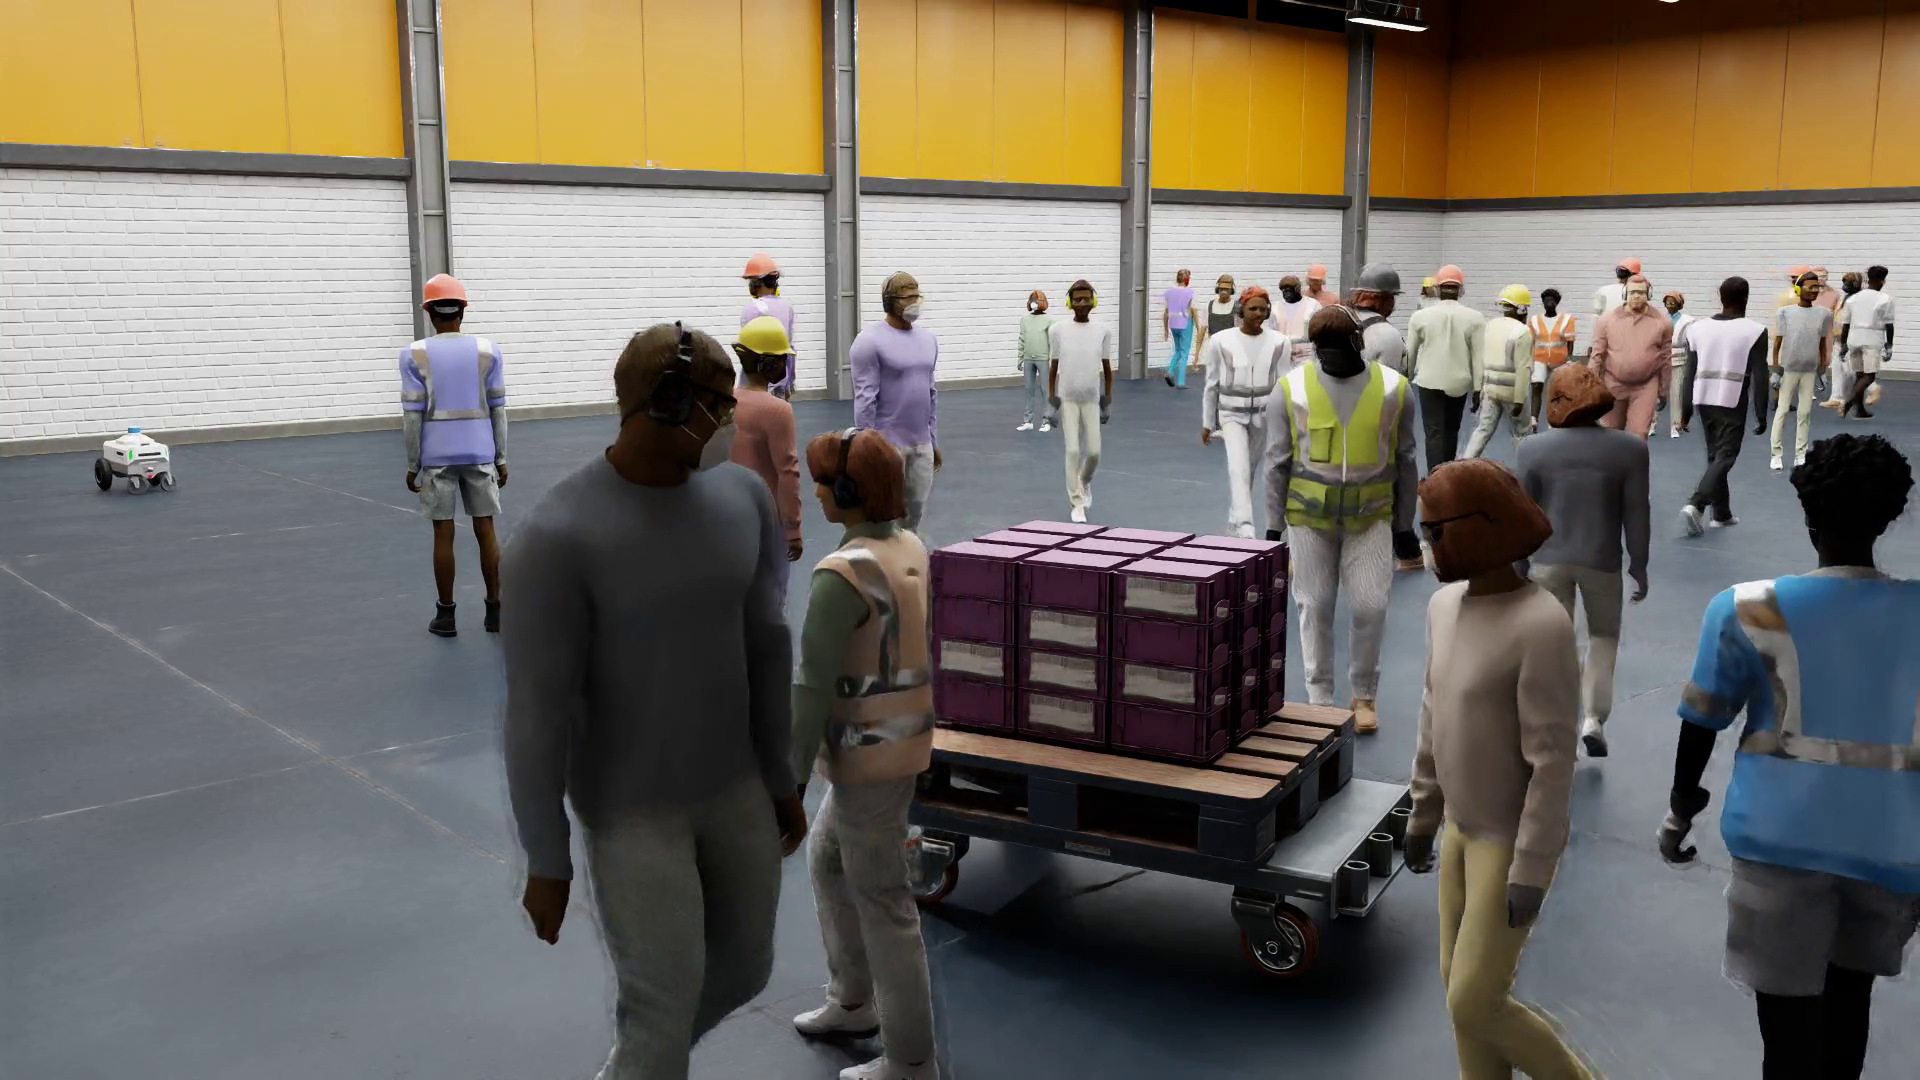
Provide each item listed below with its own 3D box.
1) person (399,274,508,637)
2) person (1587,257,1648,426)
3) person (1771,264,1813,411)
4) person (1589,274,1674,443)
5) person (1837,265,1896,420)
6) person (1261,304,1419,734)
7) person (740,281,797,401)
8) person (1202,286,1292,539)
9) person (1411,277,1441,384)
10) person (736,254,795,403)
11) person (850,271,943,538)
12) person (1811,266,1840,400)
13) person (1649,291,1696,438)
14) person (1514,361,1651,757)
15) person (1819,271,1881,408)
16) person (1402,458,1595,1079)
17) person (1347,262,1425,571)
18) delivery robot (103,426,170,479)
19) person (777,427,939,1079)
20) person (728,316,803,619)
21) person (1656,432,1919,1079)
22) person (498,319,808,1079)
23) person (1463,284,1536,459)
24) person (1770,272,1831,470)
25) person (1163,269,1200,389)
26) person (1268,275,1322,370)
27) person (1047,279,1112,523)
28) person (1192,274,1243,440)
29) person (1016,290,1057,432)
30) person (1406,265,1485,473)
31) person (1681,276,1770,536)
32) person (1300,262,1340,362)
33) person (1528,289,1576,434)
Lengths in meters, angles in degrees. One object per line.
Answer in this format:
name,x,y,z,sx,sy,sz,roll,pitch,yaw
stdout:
person,-2.692,-0.446,8.878,0.542,1.928,0.375,-5,11,-25
person,7.877,-2.353,19.821,0.622,2.001,0.883,9,13,42
person,10.868,-2.624,21.676,0.449,1.913,0.552,1,10,4
person,5.670,-1.309,14.094,0.653,1.877,0.868,4,10,22
person,11.042,-2.398,20.336,0.829,1.932,0.626,-6,11,-30
person,1.600,-0.074,7.016,0.662,1.818,0.521,2,10,10
person,-1.709,-1.416,14.761,0.532,1.860,0.315,-4,10,-21
person,1.975,-0.828,11.444,0.588,1.822,1.036,-1,10,-5
person,7.534,-3.354,26.573,0.498,1.701,0.892,7,12,34
person,-1.646,-1.297,13.592,0.558,2.032,0.623,4,11,25
person,-0.335,-0.524,9.304,0.365,1.939,0.636,8,13,40
person,12.090,-2.932,23.550,0.661,1.887,0.628,0,10,-1
person,7.913,-1.957,18.571,0.514,1.639,0.310,6,11,31
person,2.451,0.099,6.589,0.531,1.611,0.353,4,10,22
person,11.864,-2.645,22.067,0.644,1.821,0.640,0,10,-1
person,1.142,0.636,3.503,0.430,1.612,0.527,-1,10,-7
person,2.579,-0.785,10.536,1.015,2.000,0.688,-5,11,-29
delivery robot,-7.101,-0.739,14.333,0.477,0.478,0.707,-9,13,-43
person,-0.289,0.541,4.020,0.586,1.620,0.518,3,10,15
person,-0.848,-0.076,7.188,0.326,1.767,0.533,-9,13,-42
person,1.744,0.612,3.414,0.556,1.654,0.707,1,10,8
person,-0.605,0.521,3.272,0.654,1.906,0.675,8,12,38
person,4.638,-1.290,14.241,0.909,1.793,0.584,-5,11,-27
person,7.966,-1.594,15.774,0.515,1.872,0.328,1,10,5
person,3.379,-3.193,25.243,0.445,1.829,0.571,-9,13,-44
person,3.648,-1.969,18.152,0.663,1.816,0.458,5,11,25
person,0.904,-1.074,12.778,0.516,1.856,0.551,-1,10,-4
person,2.846,-2.007,18.342,0.550,1.813,0.683,6,11,29
person,0.885,-2.068,19.231,0.500,1.636,0.283,6,11,32
person,3.973,-1.284,13.732,0.633,1.937,1.022,1,10,8
person,5.564,-0.983,12.169,0.931,1.888,0.602,-8,12,-38
person,4.249,-2.354,19.976,0.639,1.964,0.808,2,10,11
person,6.695,-2.014,18.893,0.538,1.641,0.894,4,10,22
